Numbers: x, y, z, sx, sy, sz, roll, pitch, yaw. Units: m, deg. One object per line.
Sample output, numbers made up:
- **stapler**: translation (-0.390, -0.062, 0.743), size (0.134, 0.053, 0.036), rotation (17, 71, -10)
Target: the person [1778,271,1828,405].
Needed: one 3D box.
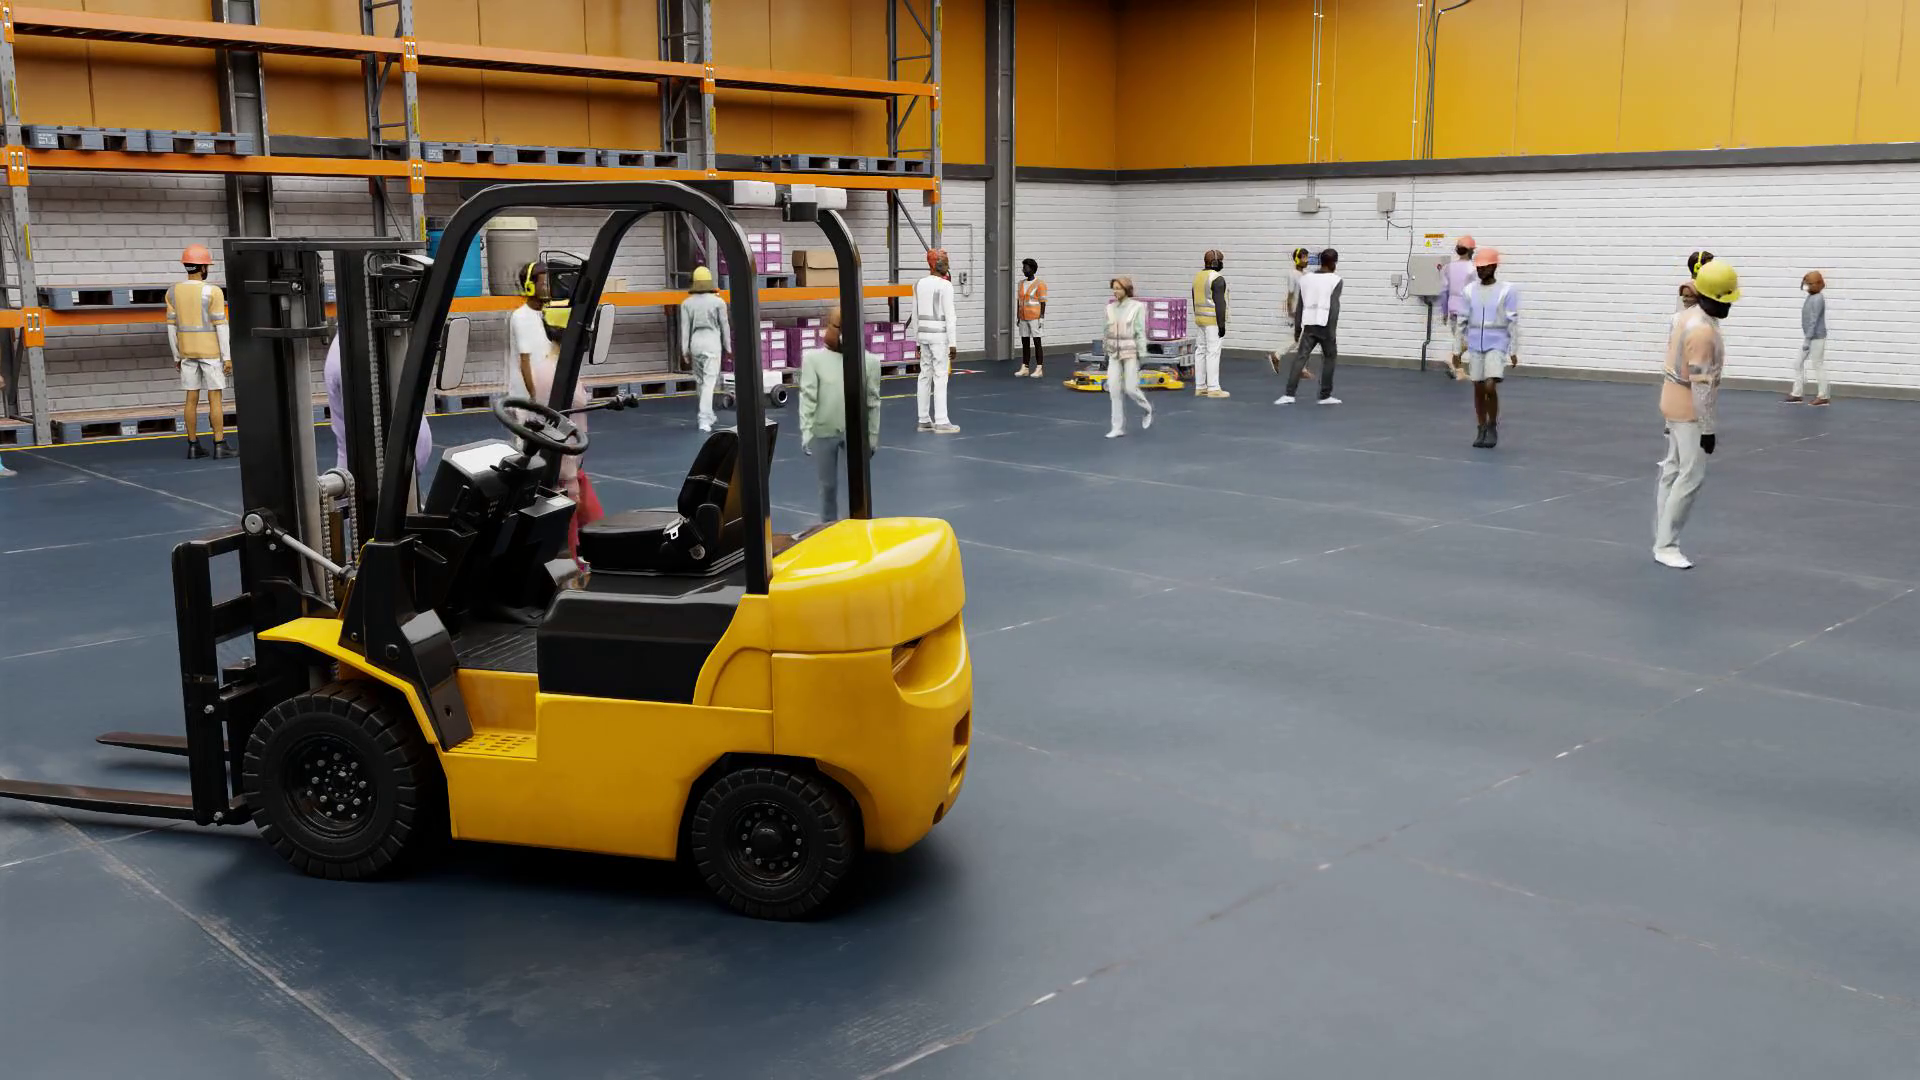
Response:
- **person**: translation (10.090, -2.390, 19.758), size (0.606, 1.600, 0.528), rotation (2, 11, 9)

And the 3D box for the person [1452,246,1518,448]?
- **person**: translation (4.974, -1.819, 15.786), size (0.578, 1.917, 0.536), rotation (8, 13, 38)

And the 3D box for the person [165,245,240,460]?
- **person**: translation (-6.848, -1.691, 15.046), size (0.553, 1.935, 0.363), rotation (1, 10, 7)

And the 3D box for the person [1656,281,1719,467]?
- **person**: translation (6.326, -1.420, 14.407), size (0.311, 1.631, 0.504), rotation (-4, 11, -21)

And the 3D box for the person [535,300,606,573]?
- **person**: translation (-1.900, -0.316, 8.057), size (0.387, 1.744, 0.540), rotation (-1, 10, -8)

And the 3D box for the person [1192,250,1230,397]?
- **person**: translation (3.160, -2.709, 20.863), size (0.429, 1.844, 0.627), rotation (-4, 11, -23)

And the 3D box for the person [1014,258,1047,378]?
- **person**: translation (1.003, -3.159, 23.710), size (0.317, 1.695, 0.540), rotation (-10, 15, -44)

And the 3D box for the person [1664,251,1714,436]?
- **person**: translation (7.287, -1.936, 16.582), size (0.323, 1.865, 0.518), rotation (0, 10, -1)

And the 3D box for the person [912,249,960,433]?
- **person**: translation (-0.251, -2.038, 17.088), size (0.337, 1.881, 0.584), rotation (-10, 14, -42)

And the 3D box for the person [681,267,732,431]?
- **person**: translation (-2.661, -2.004, 17.412), size (0.485, 1.698, 0.904), rotation (2, 11, 11)

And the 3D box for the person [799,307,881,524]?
- **person**: translation (-0.724, -0.623, 10.174), size (0.507, 1.591, 0.825), rotation (-1, 10, -7)

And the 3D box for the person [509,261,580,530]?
- **person**: translation (-2.807, -0.950, 11.266), size (0.713, 1.840, 0.549), rotation (1, 10, 6)

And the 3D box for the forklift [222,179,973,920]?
- **forklift**: translation (-1.114, -0.058, 5.440), size (2.313, 2.155, 1.214), rotation (2, 11, 13)

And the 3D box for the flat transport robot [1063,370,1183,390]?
- **flat transport robot**: translation (2.139, -2.106, 21.859), size (1.431, 0.197, 0.652), rotation (-3, 11, -14)

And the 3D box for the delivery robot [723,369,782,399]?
- **delivery robot**: translation (-2.424, -1.857, 19.467), size (0.477, 0.478, 0.707), rotation (9, 14, 41)

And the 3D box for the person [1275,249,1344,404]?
- **person**: translation (4.211, -2.526, 19.886), size (0.662, 1.853, 0.734), rotation (9, 14, 42)

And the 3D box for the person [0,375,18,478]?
- **person**: translation (-8.225, -1.409, 13.771), size (0.564, 1.841, 0.391), rotation (1, 10, 5)

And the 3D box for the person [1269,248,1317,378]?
- **person**: translation (4.793, -3.243, 23.761), size (0.691, 1.850, 0.536), rotation (6, 12, 29)

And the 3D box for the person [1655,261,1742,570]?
- **person**: translation (4.514, -0.775, 10.246), size (0.381, 1.876, 0.731), rotation (3, 11, 17)

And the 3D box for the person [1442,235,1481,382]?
- **person**: translation (6.877, -3.170, 22.860), size (0.666, 2.031, 0.622), rotation (-8, 13, -37)

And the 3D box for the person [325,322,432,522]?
- **person**: translation (-2.434, -0.205, 7.028), size (0.409, 1.907, 0.651), rotation (-4, 11, -21)

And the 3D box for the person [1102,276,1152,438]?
- **person**: translation (1.685, -1.840, 16.691), size (0.534, 1.623, 0.505), rotation (9, 14, 40)
